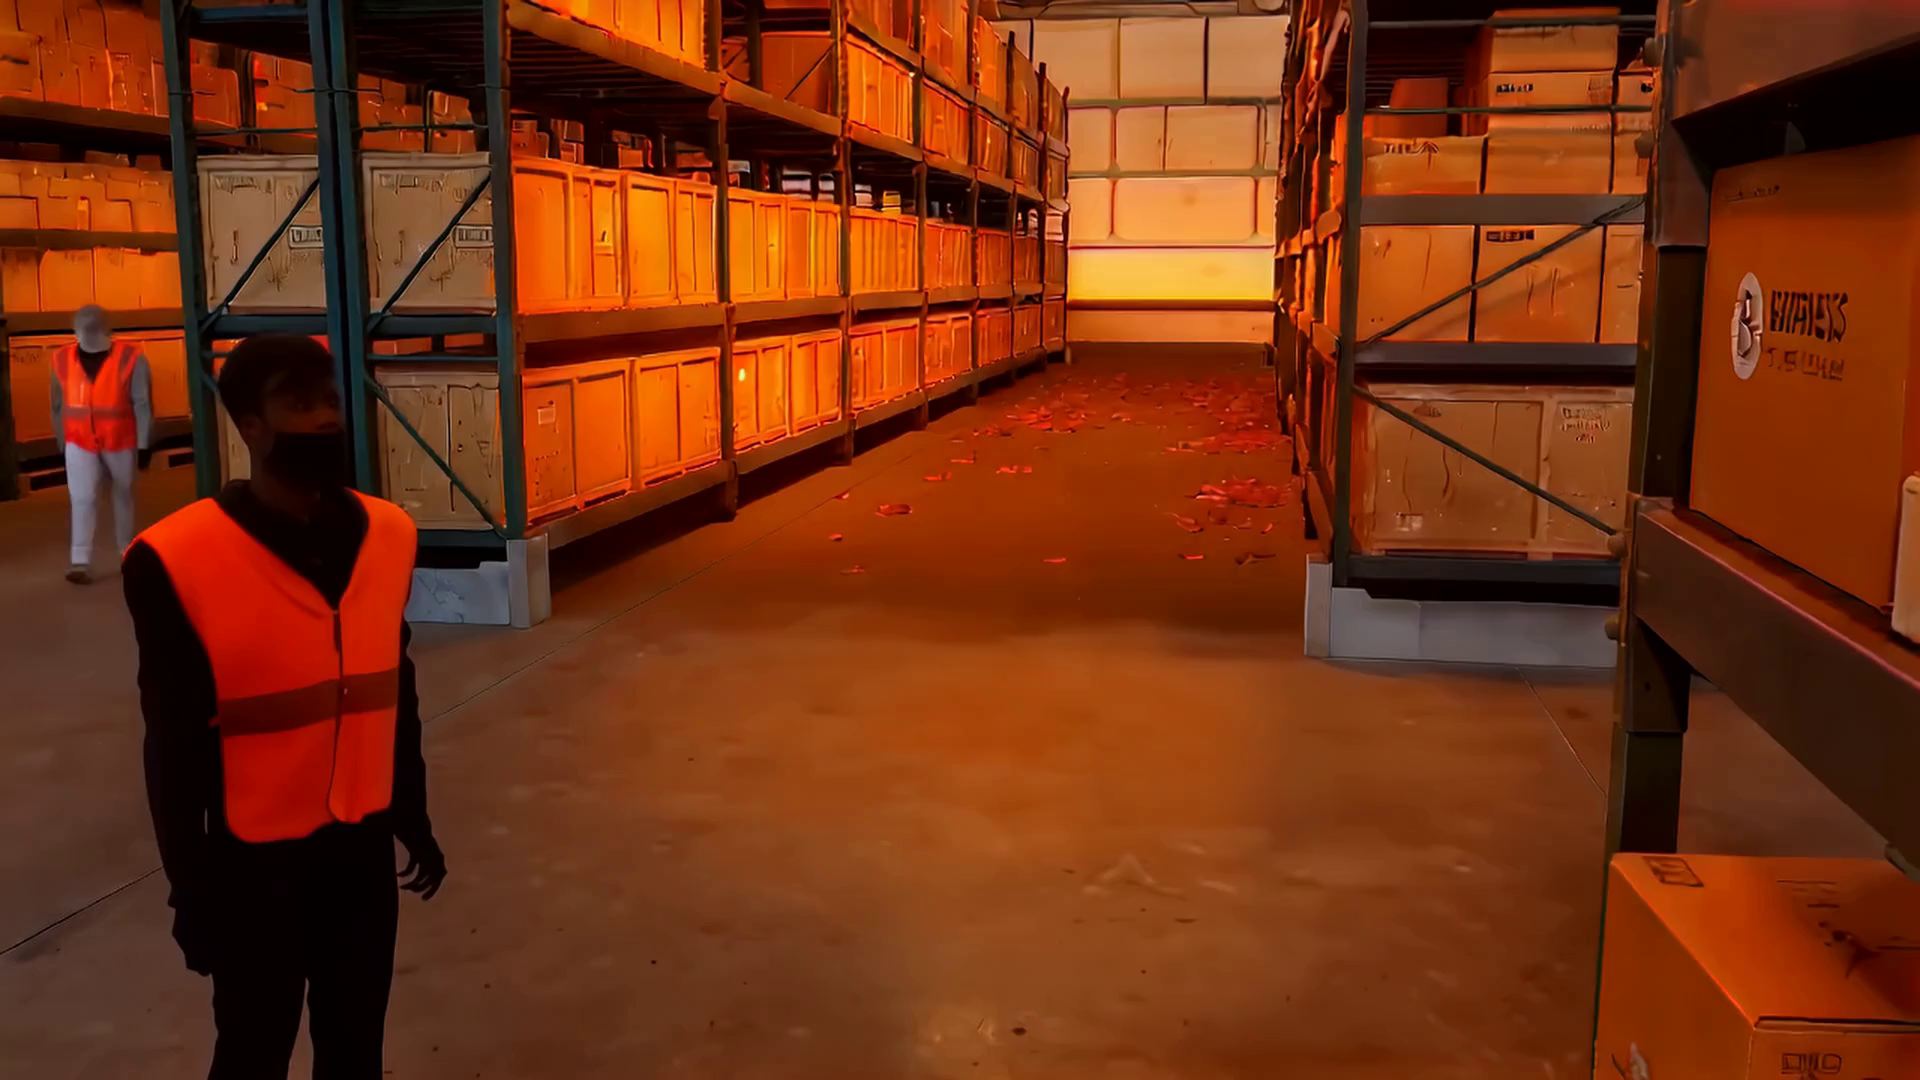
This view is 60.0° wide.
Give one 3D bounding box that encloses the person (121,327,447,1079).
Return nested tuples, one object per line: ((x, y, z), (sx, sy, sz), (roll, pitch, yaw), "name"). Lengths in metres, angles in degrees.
((-1.252, 0.563, 3.166), (0.392, 1.922, 0.592), (5, 10, 29), "person")

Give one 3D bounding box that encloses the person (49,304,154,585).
((-5.584, -0.613, 10.800), (0.644, 1.800, 0.916), (-2, 9, -13), "person")
